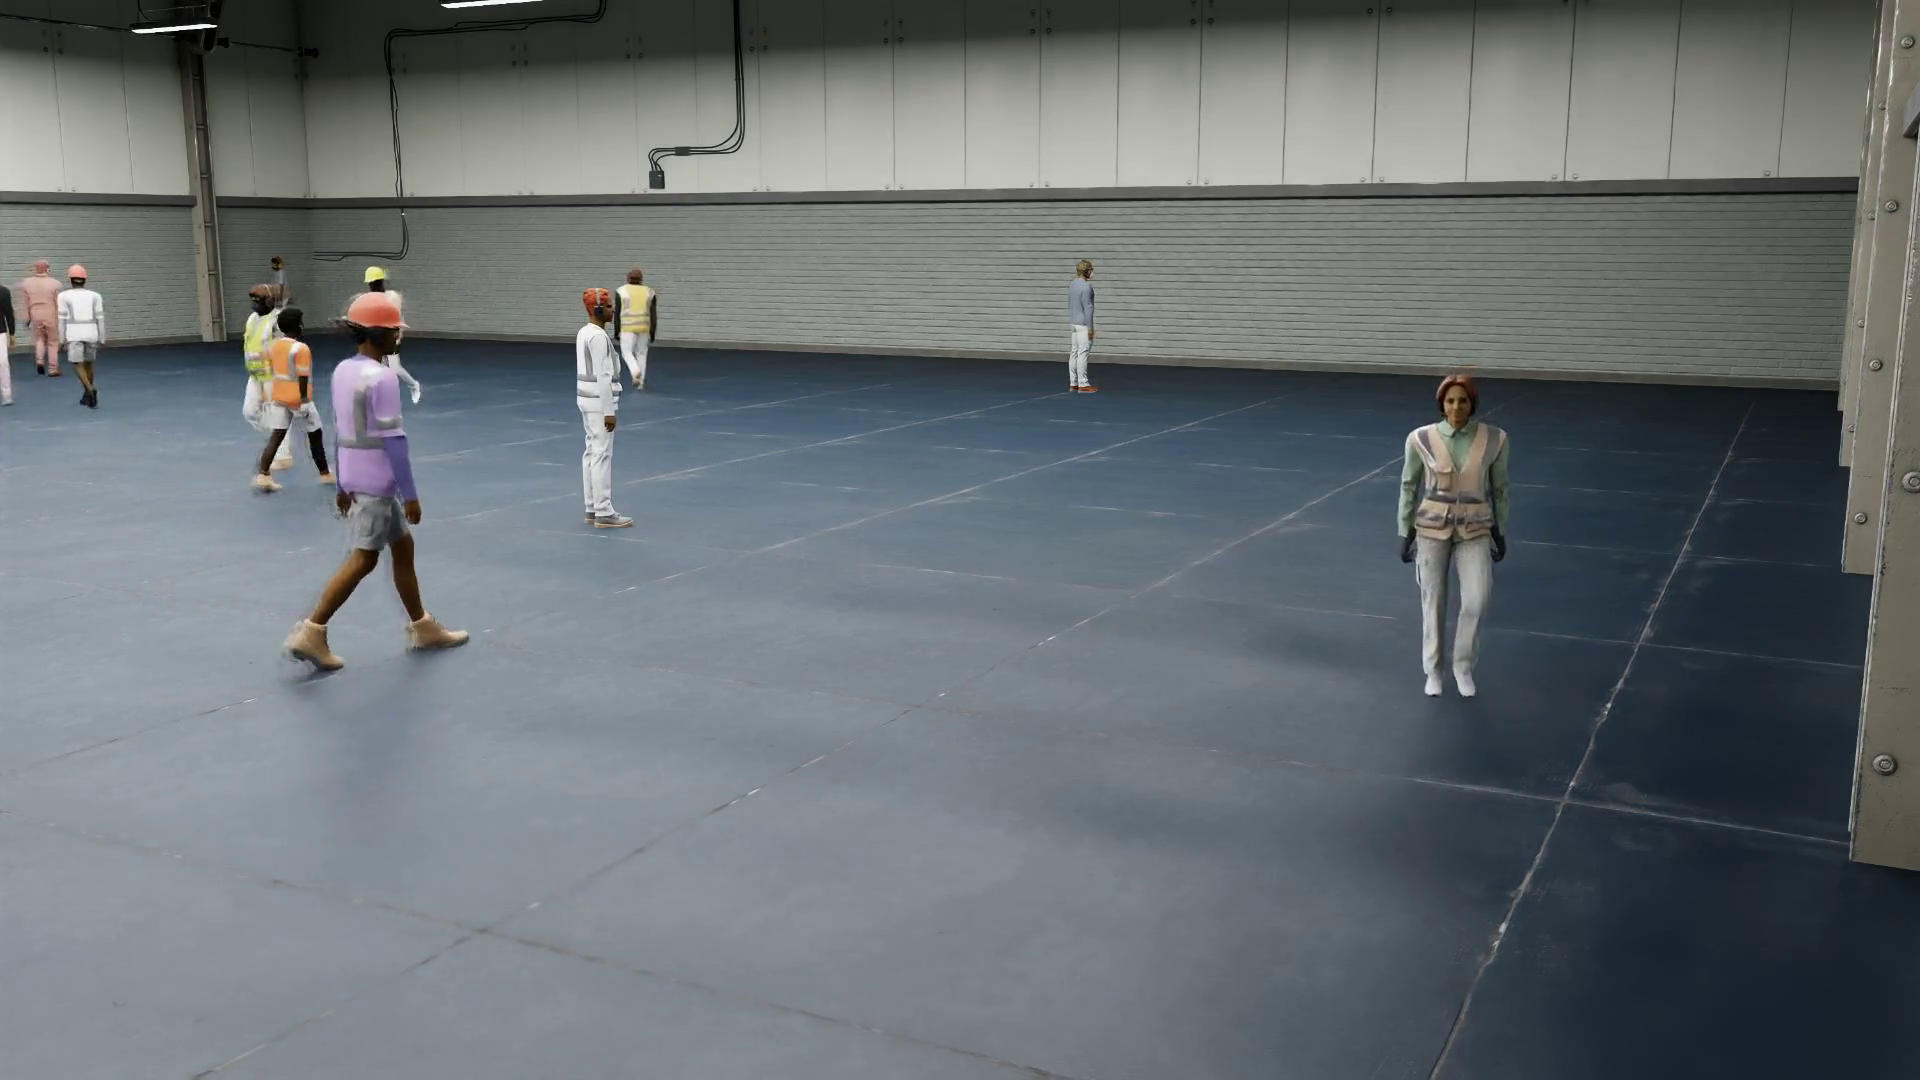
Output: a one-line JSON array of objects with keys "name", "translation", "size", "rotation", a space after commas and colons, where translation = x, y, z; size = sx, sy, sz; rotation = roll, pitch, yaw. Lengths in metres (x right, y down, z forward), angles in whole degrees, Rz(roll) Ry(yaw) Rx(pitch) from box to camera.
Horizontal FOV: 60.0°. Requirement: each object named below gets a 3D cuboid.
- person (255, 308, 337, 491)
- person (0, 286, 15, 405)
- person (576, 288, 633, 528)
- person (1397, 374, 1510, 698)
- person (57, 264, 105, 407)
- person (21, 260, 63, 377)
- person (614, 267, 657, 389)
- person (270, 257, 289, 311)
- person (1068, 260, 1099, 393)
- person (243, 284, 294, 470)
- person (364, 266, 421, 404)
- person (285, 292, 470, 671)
[{"name": "person", "translation": [-6.037, -1.266, 15.010], "size": [0.543, 1.654, 0.862], "rotation": [6, 12, 30]}, {"name": "person", "translation": [-13.123, -2.786, 22.444], "size": [0.639, 1.961, 0.803], "rotation": [-5, 11, -25]}, {"name": "person", "translation": [-2.839, -1.040, 13.146], "size": [0.355, 1.883, 0.573], "rotation": [-5, 12, -26]}, {"name": "person", "translation": [2.429, -0.006, 8.209], "size": [0.542, 1.622, 0.437], "rotation": [2, 11, 12]}, {"name": "person", "translation": [-11.749, -2.729, 22.289], "size": [0.551, 1.912, 0.823], "rotation": [-9, 14, -42]}, {"name": "person", "translation": [-14.871, -3.608, 27.108], "size": [0.675, 1.894, 0.431], "rotation": [-1, 10, -5]}, {"name": "person", "translation": [-4.800, -3.125, 24.681], "size": [0.636, 1.820, 0.632], "rotation": [-5, 12, -26]}, {"name": "person", "translation": [-14.826, -5.271, 36.365], "size": [0.460, 1.830, 0.594], "rotation": [-6, 12, -28]}, {"name": "person", "translation": [1.796, -3.123, 24.351], "size": [0.372, 1.940, 0.632], "rotation": [-4, 11, -21]}, {"name": "person", "translation": [-6.783, -1.595, 16.326], "size": [0.648, 1.823, 0.451], "rotation": [8, 13, 37]}, {"name": "person", "translation": [-7.528, -2.660, 21.946], "size": [0.590, 1.895, 0.723], "rotation": [4, 11, 22]}, {"name": "person", "translation": [-3.179, -0.317, 8.885], "size": [1.013, 2.004, 0.628], "rotation": [-9, 13, -39]}]
